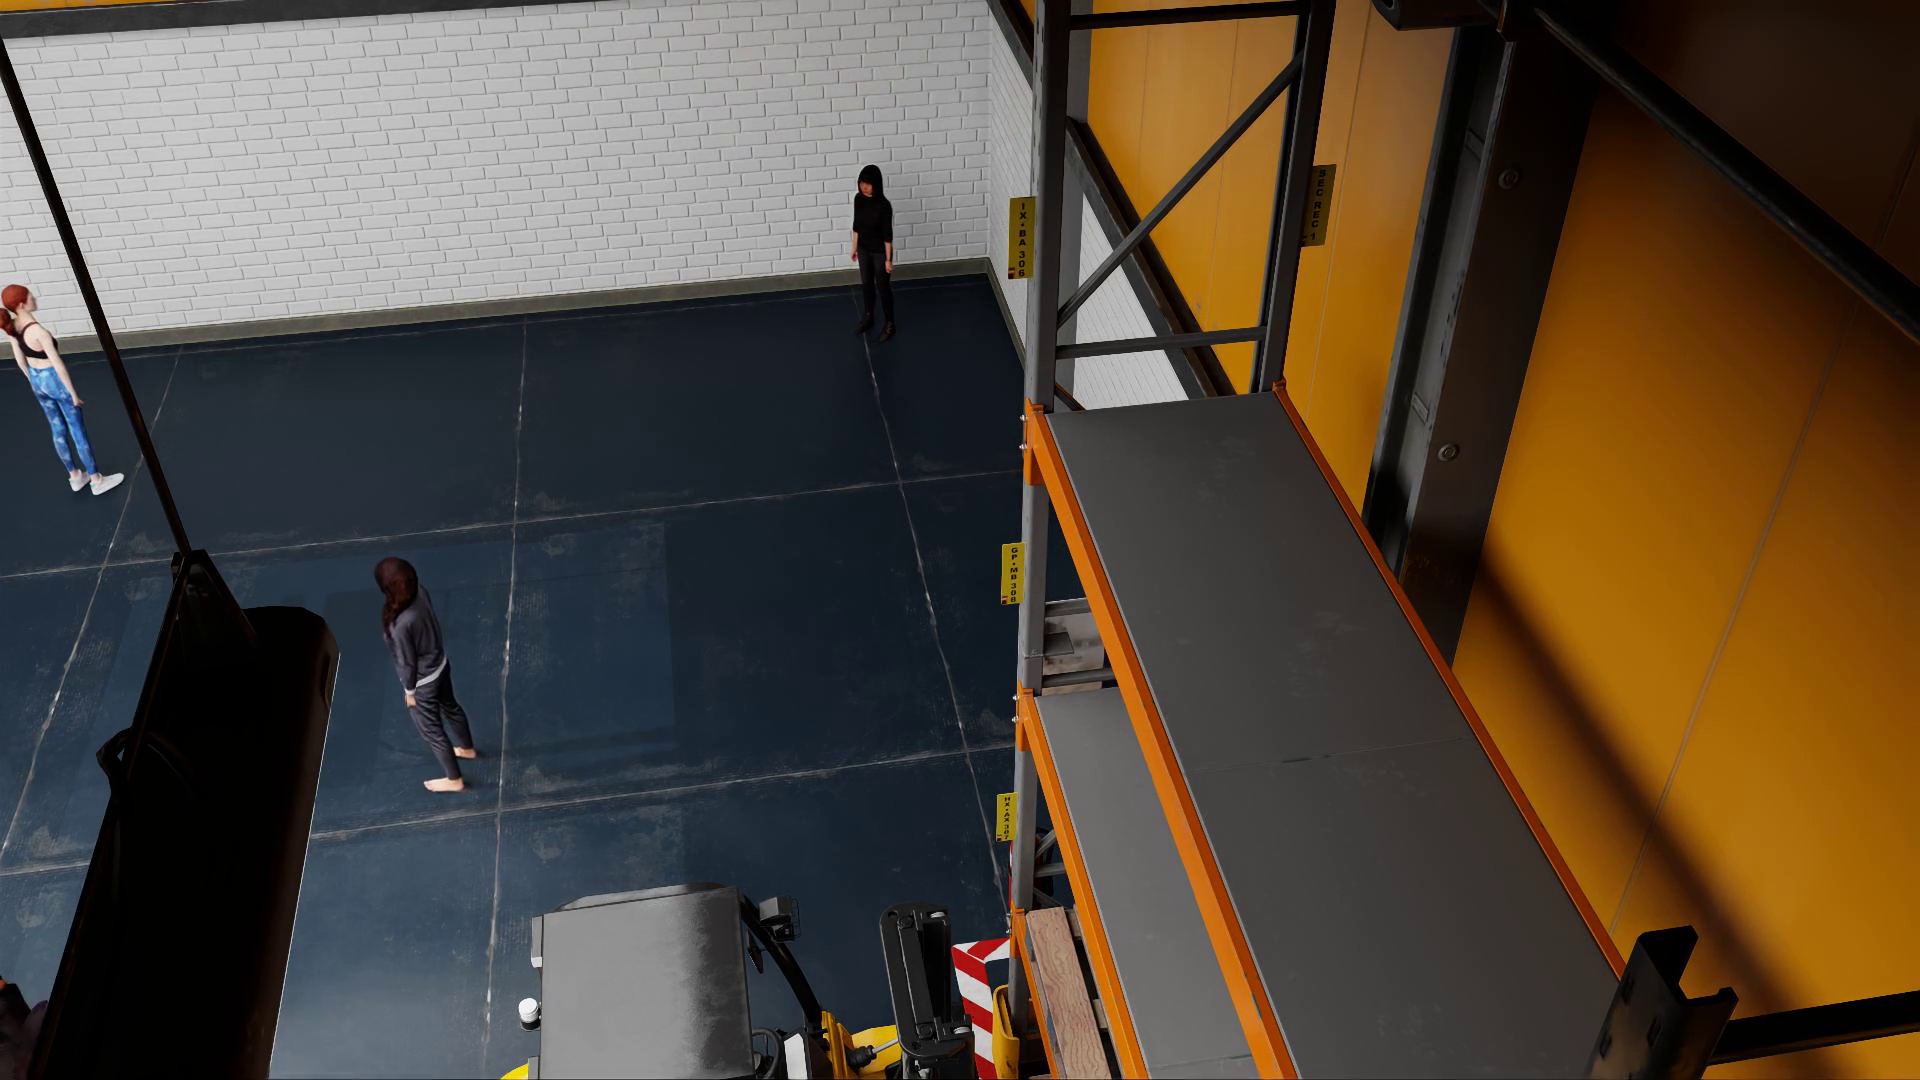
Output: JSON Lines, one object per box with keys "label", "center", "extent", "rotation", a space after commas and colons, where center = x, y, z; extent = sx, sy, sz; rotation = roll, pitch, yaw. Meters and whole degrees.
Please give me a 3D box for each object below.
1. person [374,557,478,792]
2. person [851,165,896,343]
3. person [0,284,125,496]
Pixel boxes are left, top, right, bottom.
{"label": "person", "center": [-3.280, 0.802, 10.219], "extent": [0.710, 1.766, 0.529], "rotation": [2, 39, 3]}
{"label": "person", "center": [-0.739, -2.527, 14.489], "extent": [0.635, 1.639, 0.698], "rotation": [24, 45, 27]}
{"label": "person", "center": [-6.876, -1.136, 12.631], "extent": [0.669, 1.785, 0.708], "rotation": [13, 41, 16]}
